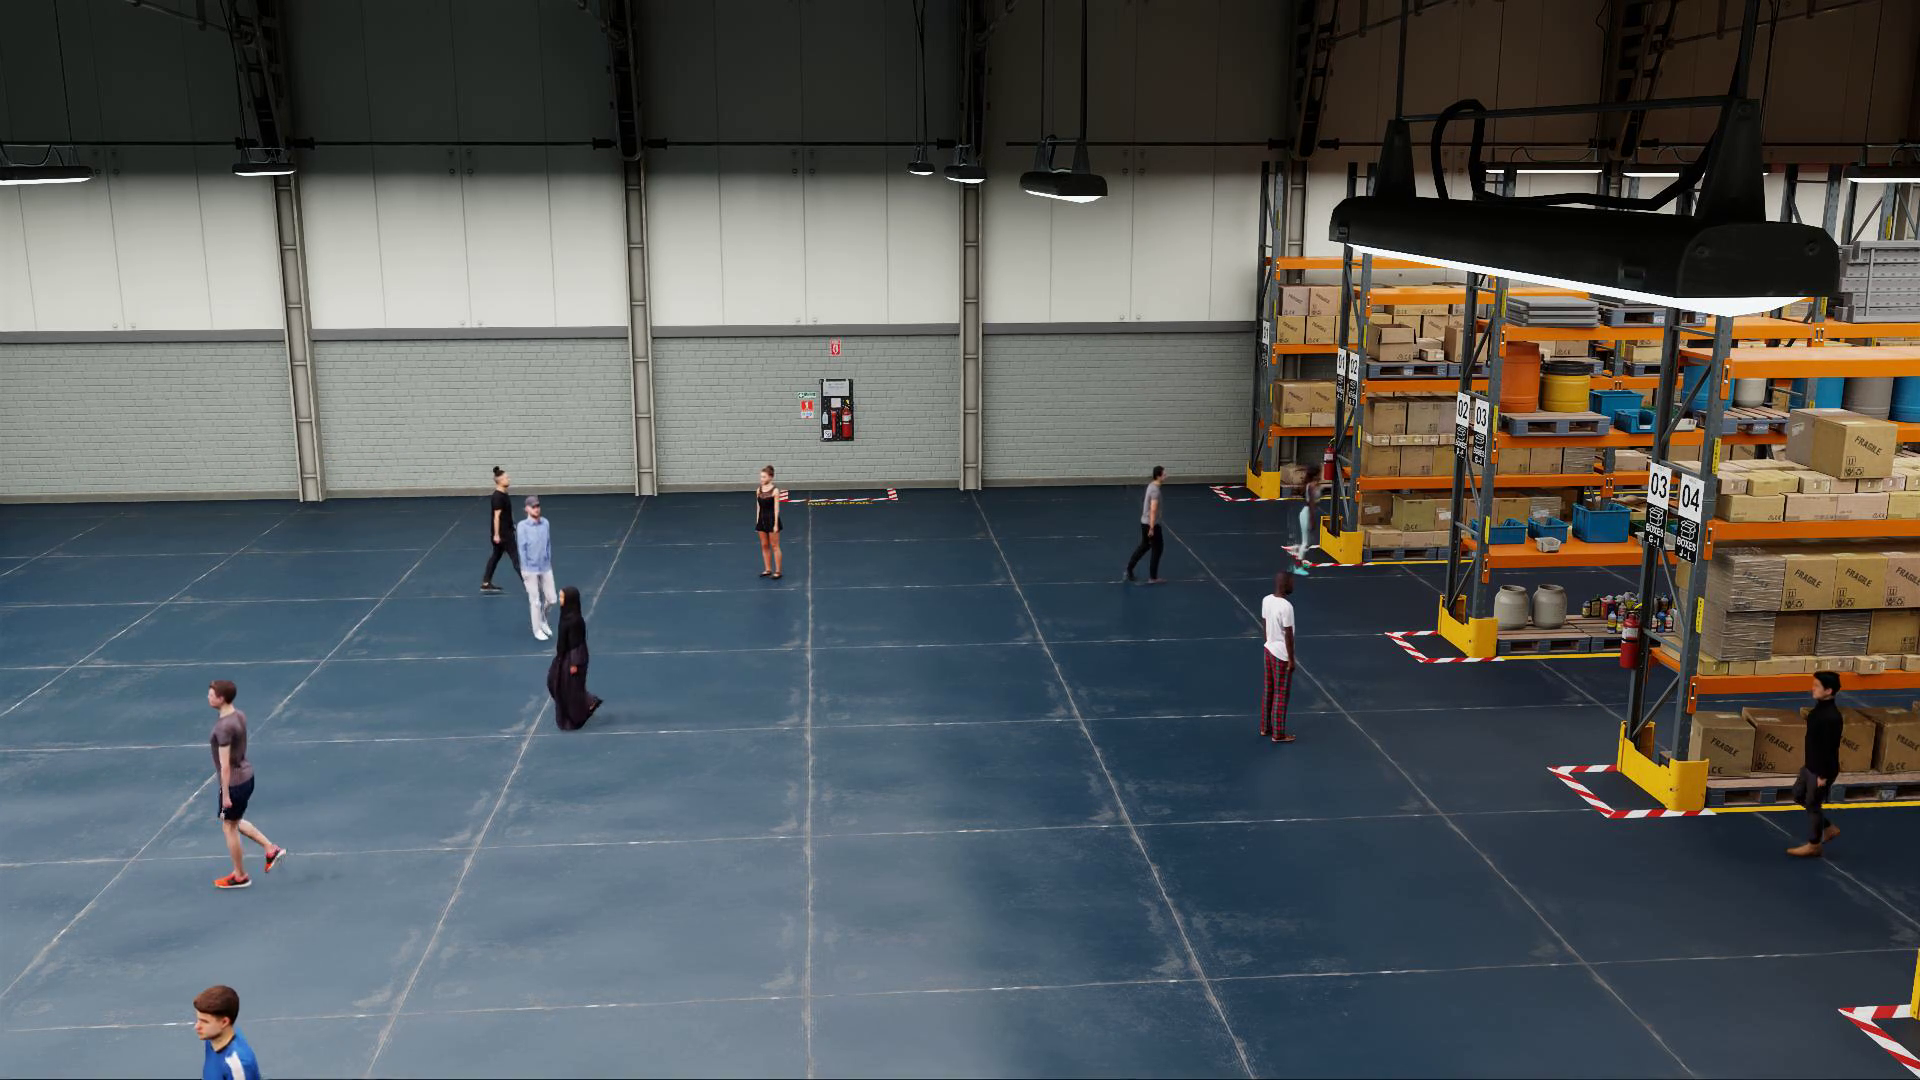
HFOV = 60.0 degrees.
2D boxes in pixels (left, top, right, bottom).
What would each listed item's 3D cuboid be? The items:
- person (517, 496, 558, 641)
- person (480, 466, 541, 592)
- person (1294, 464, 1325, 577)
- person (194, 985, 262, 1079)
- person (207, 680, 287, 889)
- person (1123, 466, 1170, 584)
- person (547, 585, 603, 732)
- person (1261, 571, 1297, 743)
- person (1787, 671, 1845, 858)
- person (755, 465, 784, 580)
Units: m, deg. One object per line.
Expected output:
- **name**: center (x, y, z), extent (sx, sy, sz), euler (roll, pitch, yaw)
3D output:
- **person**: center (-5.479, 0.353, 21.372), extent (0.763, 1.877, 0.841), euler (-12, 18, -42)
- **person**: center (-6.558, -0.119, 23.541), extent (1.138, 1.817, 0.734), euler (-2, 13, -8)
- **person**: center (5.130, -0.302, 24.613), extent (0.801, 1.690, 0.824), euler (1, 13, 5)
- **person**: center (-3.823, 3.229, 9.016), extent (0.869, 1.849, 0.824), euler (-12, 18, -42)
- **person**: center (-6.058, 2.060, 14.076), extent (0.806, 1.843, 0.656), euler (-1, 13, -6)
- **person**: center (2.725, -0.220, 24.175), extent (0.852, 1.728, 0.665), euler (-2, 13, -9)
- **person**: center (-4.137, 1.261, 18.050), extent (0.886, 1.607, 0.757), euler (-6, 14, -25)
- **person**: center (3.389, 1.223, 17.713), extent (0.637, 1.833, 0.719), euler (-5, 14, -21)
- **person**: center (7.667, 1.986, 14.683), extent (0.796, 1.713, 0.774), euler (4, 14, 16)
- **person**: center (-2.804, -0.268, 24.491), extent (0.674, 1.679, 0.745), euler (9, 16, 34)
